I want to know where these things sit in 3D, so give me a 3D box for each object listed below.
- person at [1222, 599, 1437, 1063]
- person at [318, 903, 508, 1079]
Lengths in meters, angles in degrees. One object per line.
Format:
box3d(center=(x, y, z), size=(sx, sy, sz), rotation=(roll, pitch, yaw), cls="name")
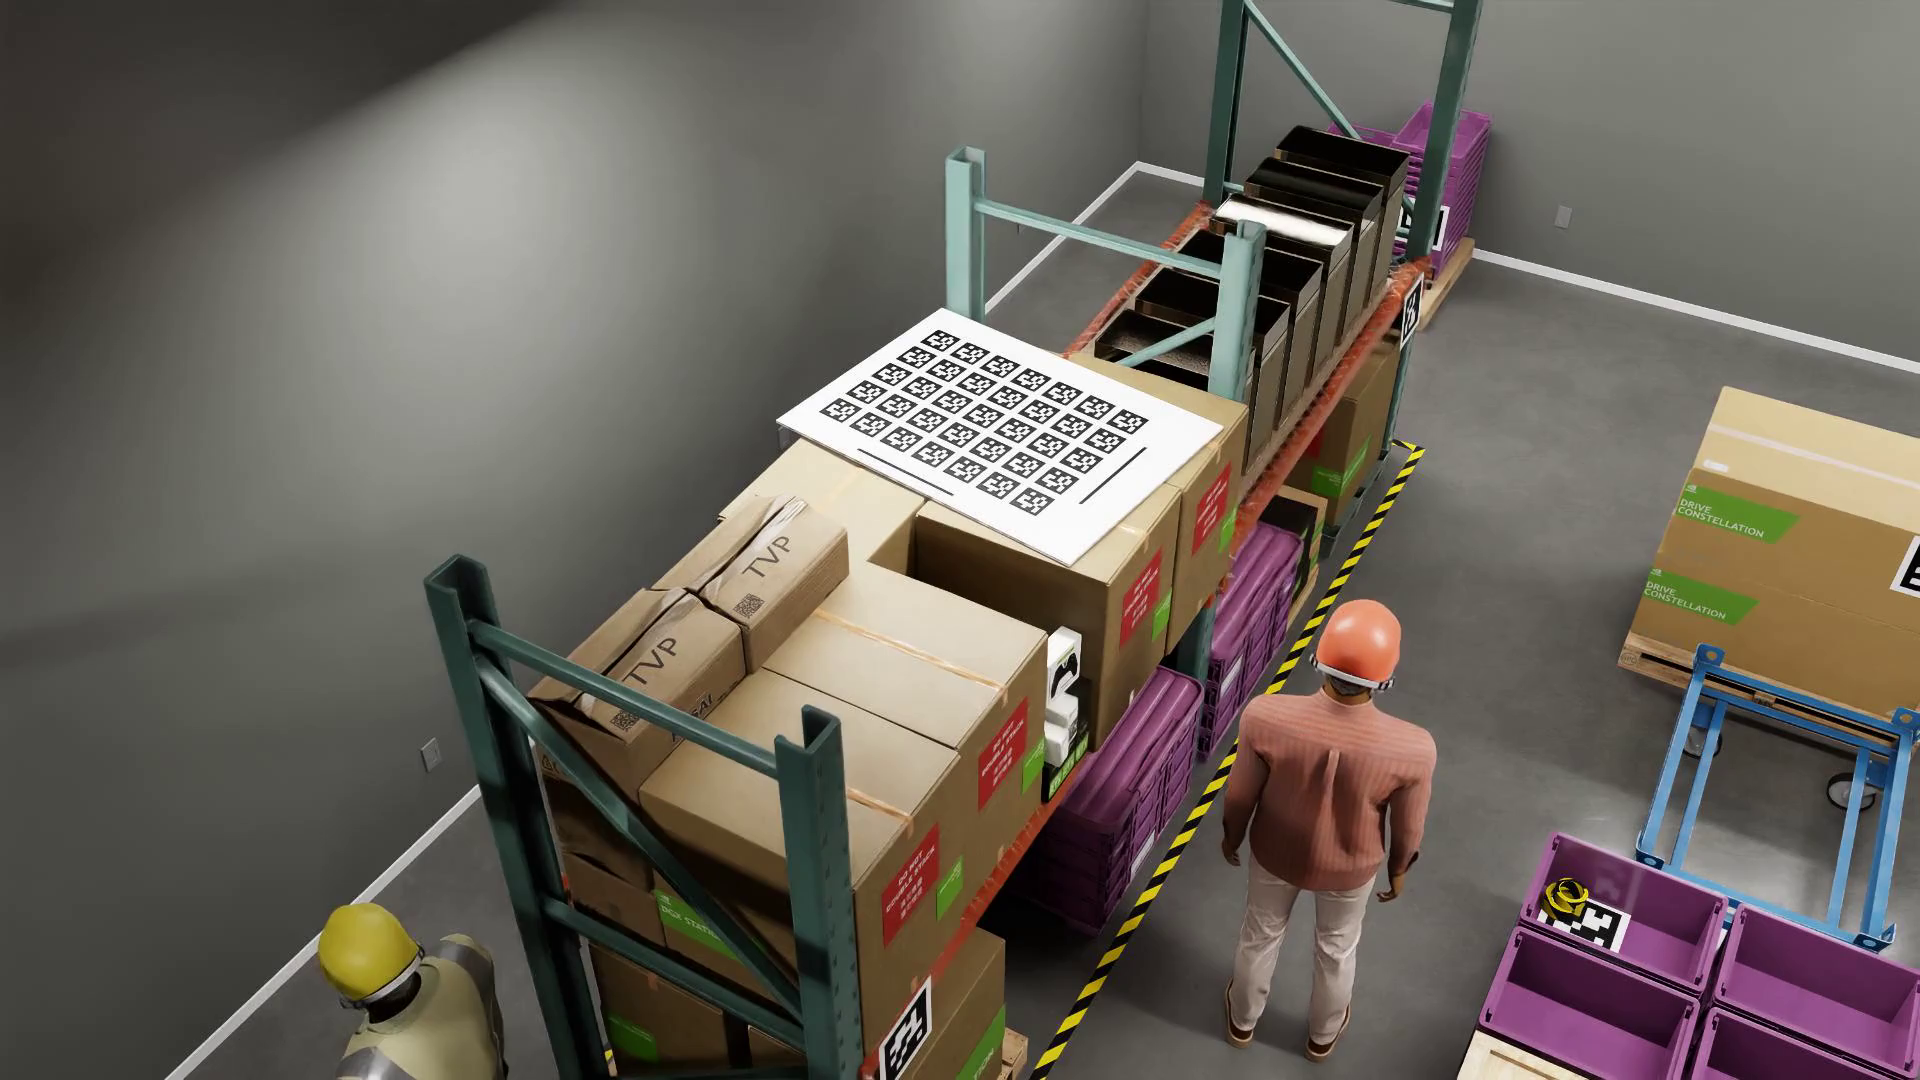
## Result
box3d(center=(1.160, 0.971, 5.396), size=(0.622, 1.992, 0.373), rotation=(10, 41, 12), cls="person")
box3d(center=(-1.481, 1.648, 4.716), size=(0.403, 1.828, 0.597), rotation=(12, 41, 14), cls="person")
